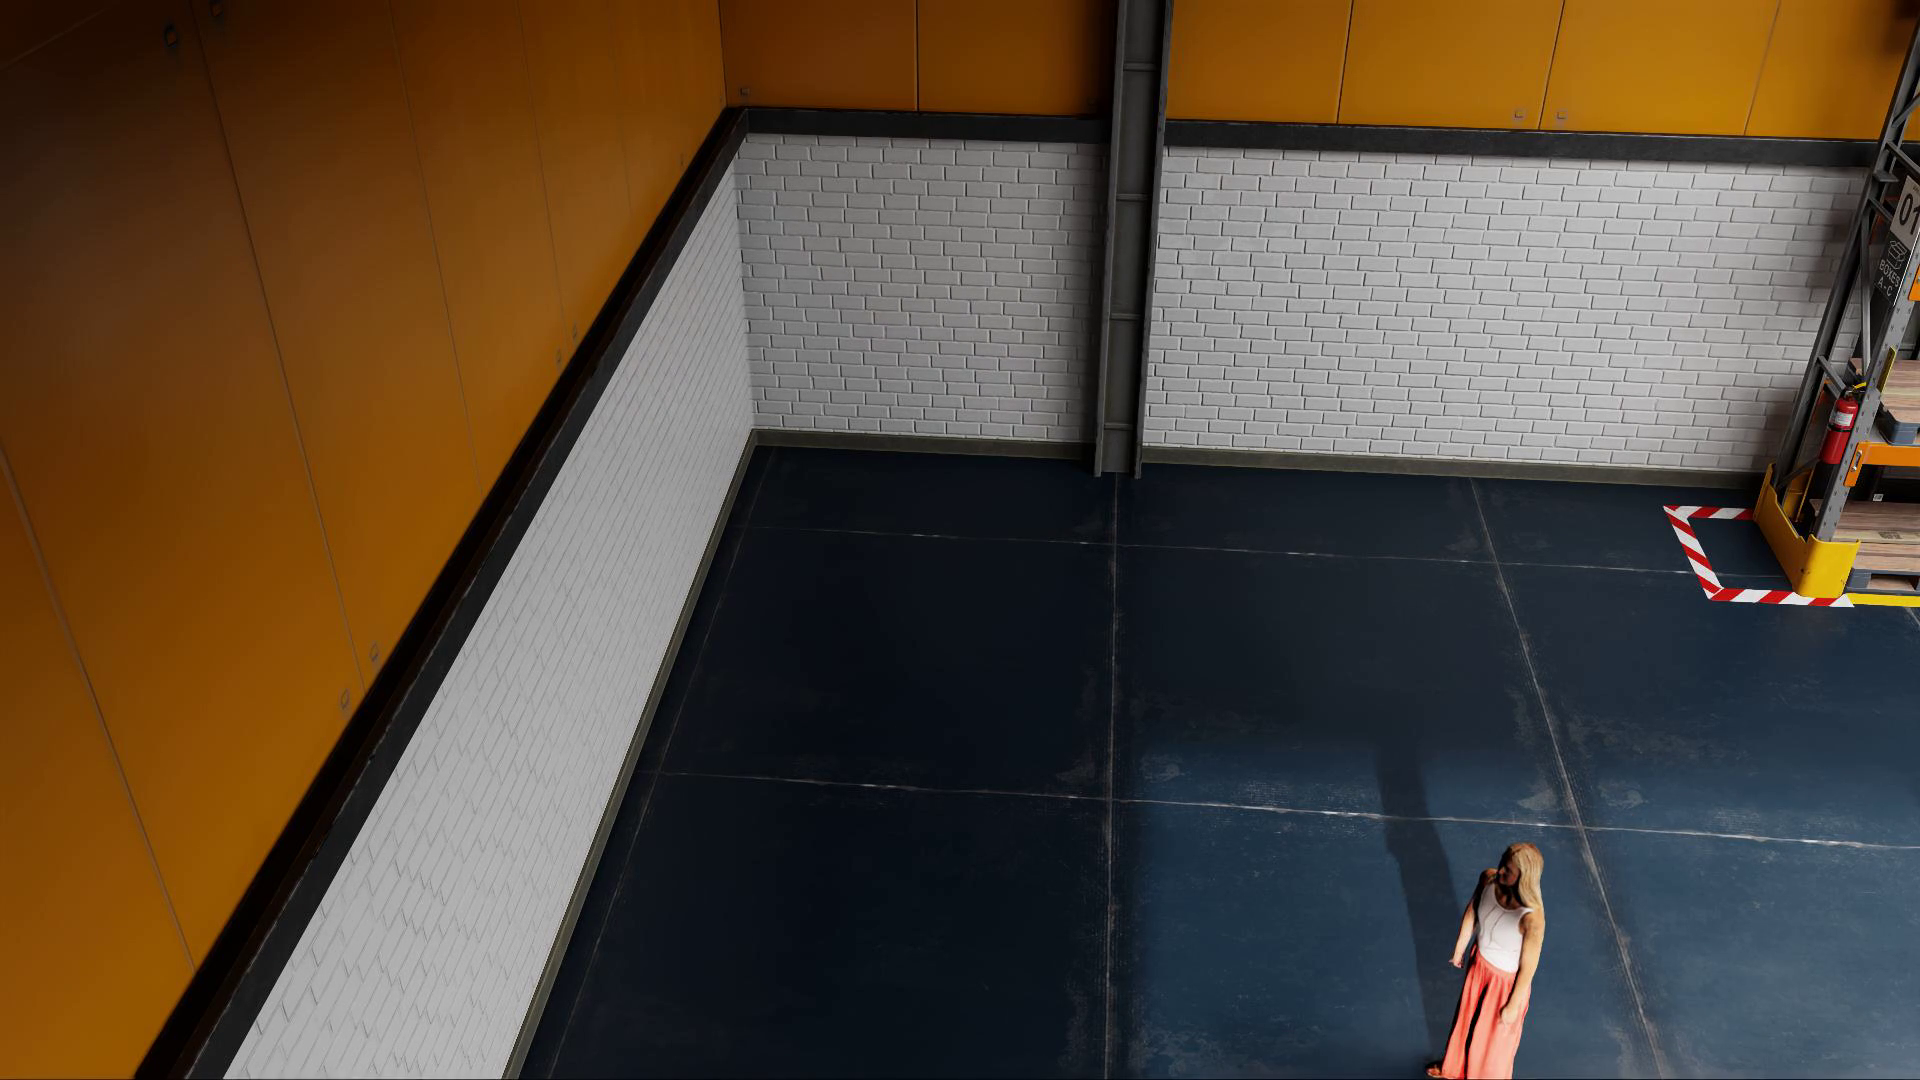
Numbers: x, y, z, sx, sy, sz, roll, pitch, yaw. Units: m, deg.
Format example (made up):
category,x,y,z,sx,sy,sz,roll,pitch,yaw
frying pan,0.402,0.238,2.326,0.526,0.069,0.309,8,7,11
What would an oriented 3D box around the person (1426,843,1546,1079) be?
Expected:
category,x,y,z,sx,sy,sz,roll,pitch,yaw
person,2.716,2.209,8.417,0.726,1.801,0.723,-12,35,-18
